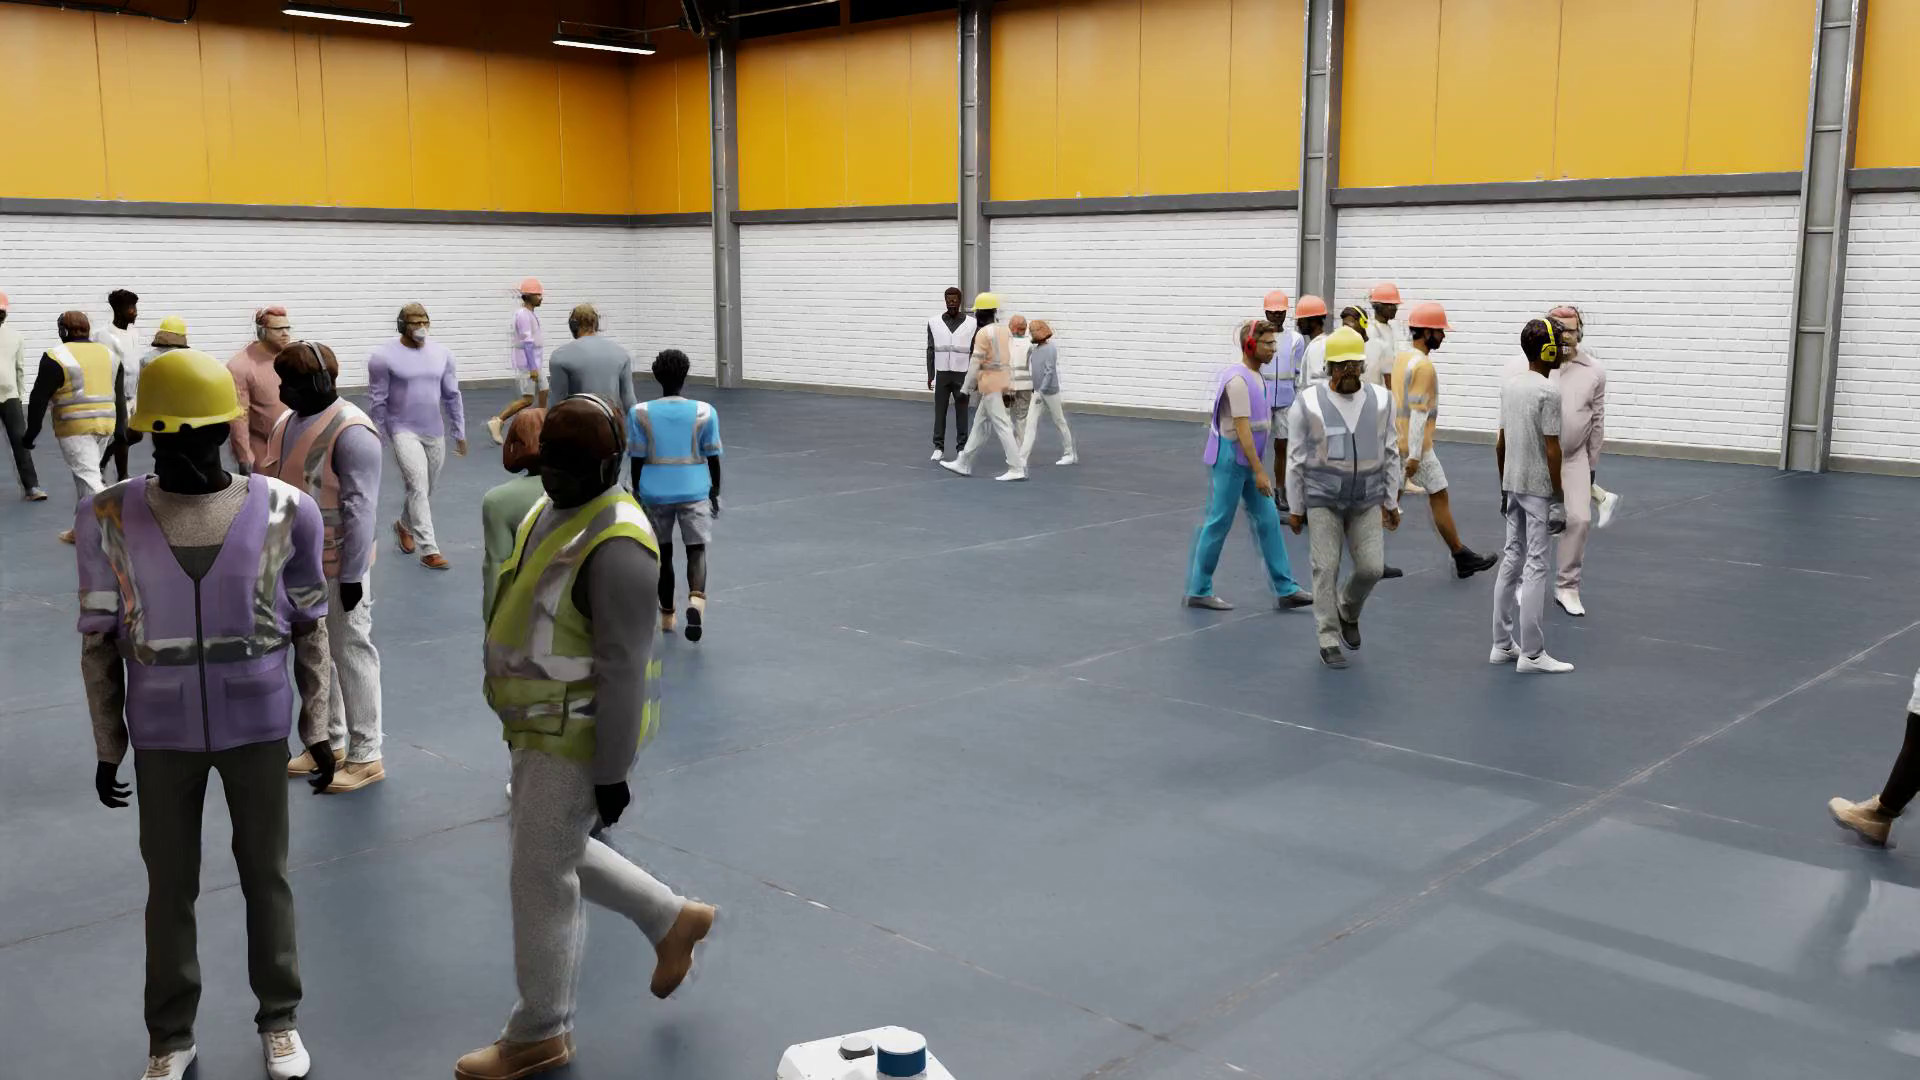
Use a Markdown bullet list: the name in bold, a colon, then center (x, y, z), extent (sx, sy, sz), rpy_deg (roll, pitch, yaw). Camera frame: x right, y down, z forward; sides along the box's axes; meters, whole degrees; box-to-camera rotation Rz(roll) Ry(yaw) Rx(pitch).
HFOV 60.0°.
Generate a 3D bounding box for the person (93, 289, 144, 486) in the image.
- **person**: center (-7.922, -1.372, 15.540), extent (0.624, 1.945, 0.603), rpy_deg (1, 9, 6)

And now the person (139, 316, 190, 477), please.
- **person**: center (-6.725, -1.050, 14.223), extent (0.494, 1.720, 0.497), rpy_deg (-1, 9, -3)

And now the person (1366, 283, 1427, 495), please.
- **person**: center (3.906, -1.431, 15.740), extent (1.039, 1.999, 0.625), rpy_deg (7, 11, 36)

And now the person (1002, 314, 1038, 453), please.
- **person**: center (0.623, -1.646, 18.154), extent (0.535, 1.623, 0.507), rpy_deg (-1, 9, -5)

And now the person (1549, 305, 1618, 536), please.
- **person**: center (4.866, -0.926, 13.134), extent (0.726, 1.843, 0.503), rpy_deg (0, 9, -2)

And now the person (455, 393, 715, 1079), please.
- **person**: center (-1.017, 0.506, 4.426), extent (0.700, 1.804, 0.643), rpy_deg (-5, 10, -26)

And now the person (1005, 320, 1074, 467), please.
- **person**: center (0.891, -1.571, 17.848), extent (0.873, 1.573, 0.494), rpy_deg (-6, 11, -33)

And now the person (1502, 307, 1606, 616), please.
- **person**: center (3.643, -0.475, 10.221), extent (0.657, 1.886, 0.689), rpy_deg (1, 9, 7)

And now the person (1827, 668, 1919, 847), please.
- **person**: center (3.560, 0.349, 5.822), extent (0.546, 1.650, 0.859), rpy_deg (-4, 10, -26)

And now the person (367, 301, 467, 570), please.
- **person**: center (-3.950, -0.773, 12.014), extent (0.648, 1.905, 1.004), rpy_deg (-9, 13, -42)

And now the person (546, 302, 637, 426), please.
- **person**: center (-2.699, -0.807, 12.298), extent (0.631, 1.882, 1.040), rpy_deg (-9, 13, -43)

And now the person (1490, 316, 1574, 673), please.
- **person**: center (3.031, -0.235, 8.782), extent (0.329, 1.871, 0.516), rpy_deg (-3, 10, -16)

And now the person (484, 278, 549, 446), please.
- **person**: center (-5.178, -2.091, 19.726), extent (0.851, 2.016, 0.613), rpy_deg (0, 9, -3)

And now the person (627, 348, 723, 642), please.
- **person**: center (-1.615, -0.246, 9.463), extent (0.538, 1.675, 0.725), rpy_deg (-2, 9, -9)

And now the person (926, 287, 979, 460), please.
- **person**: center (-0.079, -1.842, 18.490), extent (0.587, 1.917, 0.395), rpy_deg (0, 9, 2)

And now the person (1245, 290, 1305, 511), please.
- **person**: center (2.738, -1.210, 14.543), extent (0.543, 1.939, 0.359), rpy_deg (0, 9, -2)

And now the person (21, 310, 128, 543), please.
- **person**: center (-6.692, -0.813, 12.525), extent (0.828, 1.806, 0.643), rpy_deg (3, 10, 19)

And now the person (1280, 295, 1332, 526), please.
- **person**: center (2.984, -1.034, 13.559), extent (0.665, 1.912, 0.543), rpy_deg (4, 10, 21)

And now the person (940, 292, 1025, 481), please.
- **person**: center (0.237, -1.529, 16.685), extent (0.992, 1.879, 0.607), rpy_deg (3, 10, 19)

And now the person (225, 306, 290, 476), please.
- **person**: center (-4.395, -0.574, 10.833), extent (0.943, 1.864, 0.672), rpy_deg (8, 12, 39)

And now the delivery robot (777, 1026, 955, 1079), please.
- **delivery robot**: center (-0.118, 1.250, 3.402), extent (0.477, 0.478, 0.707), rpy_deg (-4, 10, -24)

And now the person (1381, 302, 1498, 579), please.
- **person**: center (3.197, -0.661, 11.330), extent (0.963, 1.891, 0.549), rpy_deg (-1, 9, -7)

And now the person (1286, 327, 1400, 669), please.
- **person**: center (2.037, -0.225, 8.868), extent (0.618, 1.818, 0.443), rpy_deg (0, 9, -2)

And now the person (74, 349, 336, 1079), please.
- **person**: center (-1.913, 0.474, 4.265), extent (0.588, 1.923, 0.383), rpy_deg (-3, 10, -19)

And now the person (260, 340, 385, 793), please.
- **person**: center (-2.612, 0.104, 6.814), extent (0.621, 1.837, 0.428), rpy_deg (8, 12, 39)

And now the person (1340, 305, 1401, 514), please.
- **person**: center (3.493, -1.094, 14.255), extent (0.560, 1.820, 0.802), rpy_deg (6, 11, 31)

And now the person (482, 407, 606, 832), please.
- **person**: center (-1.546, 0.298, 6.342), extent (0.533, 1.599, 0.783), rpy_deg (-6, 11, -34)

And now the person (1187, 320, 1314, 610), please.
- **person**: center (1.819, -0.433, 10.187), extent (0.912, 1.806, 0.574), rpy_deg (5, 10, 28)

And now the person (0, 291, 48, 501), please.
- **person**: center (-8.884, -1.327, 15.280), extent (1.039, 1.946, 0.627), rpy_deg (7, 11, 36)
